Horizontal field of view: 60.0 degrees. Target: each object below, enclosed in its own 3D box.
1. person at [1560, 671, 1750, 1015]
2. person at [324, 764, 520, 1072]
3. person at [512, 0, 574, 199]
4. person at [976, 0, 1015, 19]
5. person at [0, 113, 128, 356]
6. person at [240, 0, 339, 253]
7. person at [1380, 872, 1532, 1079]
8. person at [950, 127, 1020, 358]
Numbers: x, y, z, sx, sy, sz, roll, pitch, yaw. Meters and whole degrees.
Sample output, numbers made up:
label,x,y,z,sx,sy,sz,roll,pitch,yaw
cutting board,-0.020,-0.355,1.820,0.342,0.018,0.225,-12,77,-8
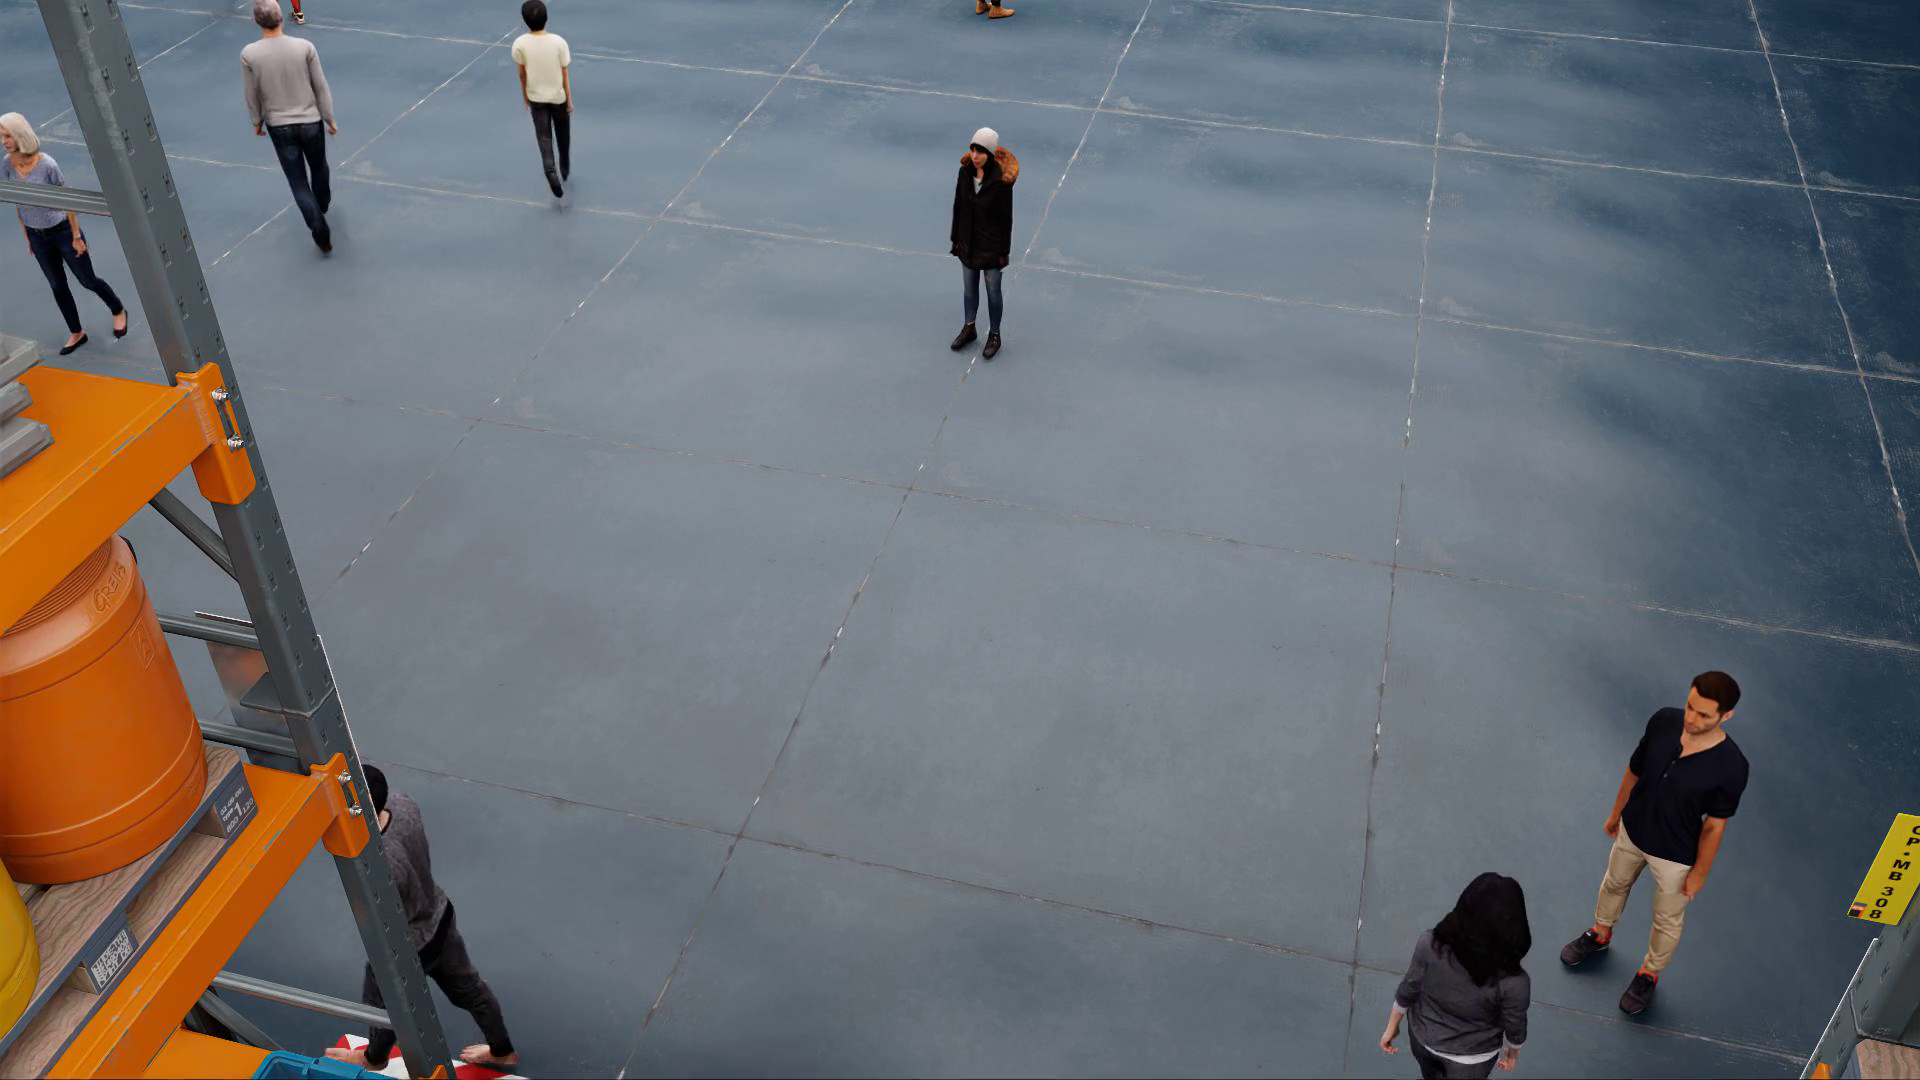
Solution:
label,x,y,z,sx,sy,sz,roll,pitch,yaw
person,2.960,1.239,6.984,0.748,1.854,0.704,-23,43,-26
person,-2.084,1.567,6.600,0.830,1.809,0.998,6,38,8
person,-3.285,-3.488,13.261,0.878,1.564,1.063,-8,39,-10
person,0.314,-6.037,16.388,0.763,1.727,0.785,32,48,34
person,-6.173,-2.122,11.371,0.627,1.741,0.779,5,38,6
person,-4.974,-3.059,12.473,1.205,1.859,1.317,-16,41,-19
person,1.778,1.959,6.178,0.927,1.713,1.260,25,44,28
person,0.152,-2.035,11.347,0.691,1.634,0.691,19,42,22
